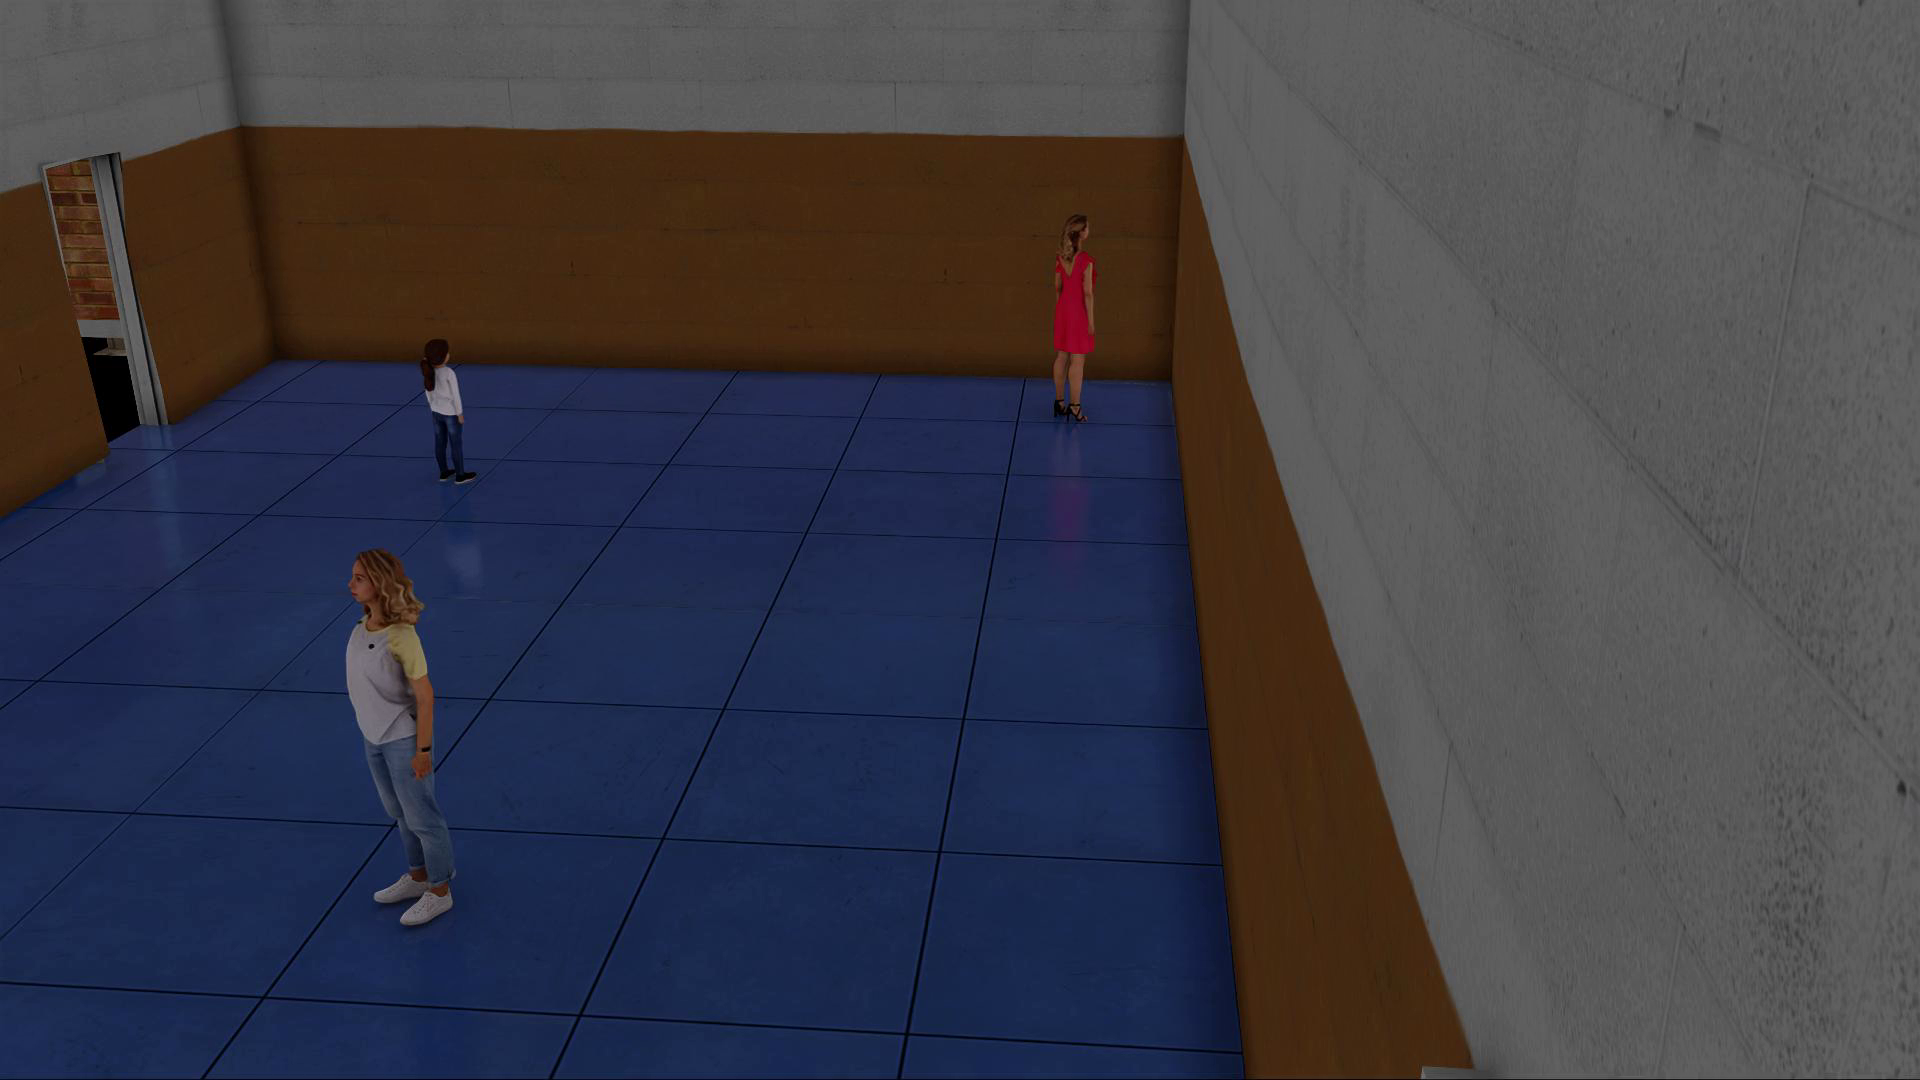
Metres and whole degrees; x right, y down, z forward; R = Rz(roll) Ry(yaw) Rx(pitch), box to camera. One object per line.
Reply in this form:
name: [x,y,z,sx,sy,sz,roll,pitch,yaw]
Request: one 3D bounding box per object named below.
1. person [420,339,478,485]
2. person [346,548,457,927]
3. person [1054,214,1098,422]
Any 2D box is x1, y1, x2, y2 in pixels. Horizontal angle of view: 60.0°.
person: [-3.869,-0.980,12.492,0.484,1.110,0.568,10,24,24]
person: [-2.396,0.839,7.123,0.771,1.723,0.692,-20,30,-41]
person: [0.936,-1.854,13.837,0.718,1.728,0.666,-15,27,-34]
